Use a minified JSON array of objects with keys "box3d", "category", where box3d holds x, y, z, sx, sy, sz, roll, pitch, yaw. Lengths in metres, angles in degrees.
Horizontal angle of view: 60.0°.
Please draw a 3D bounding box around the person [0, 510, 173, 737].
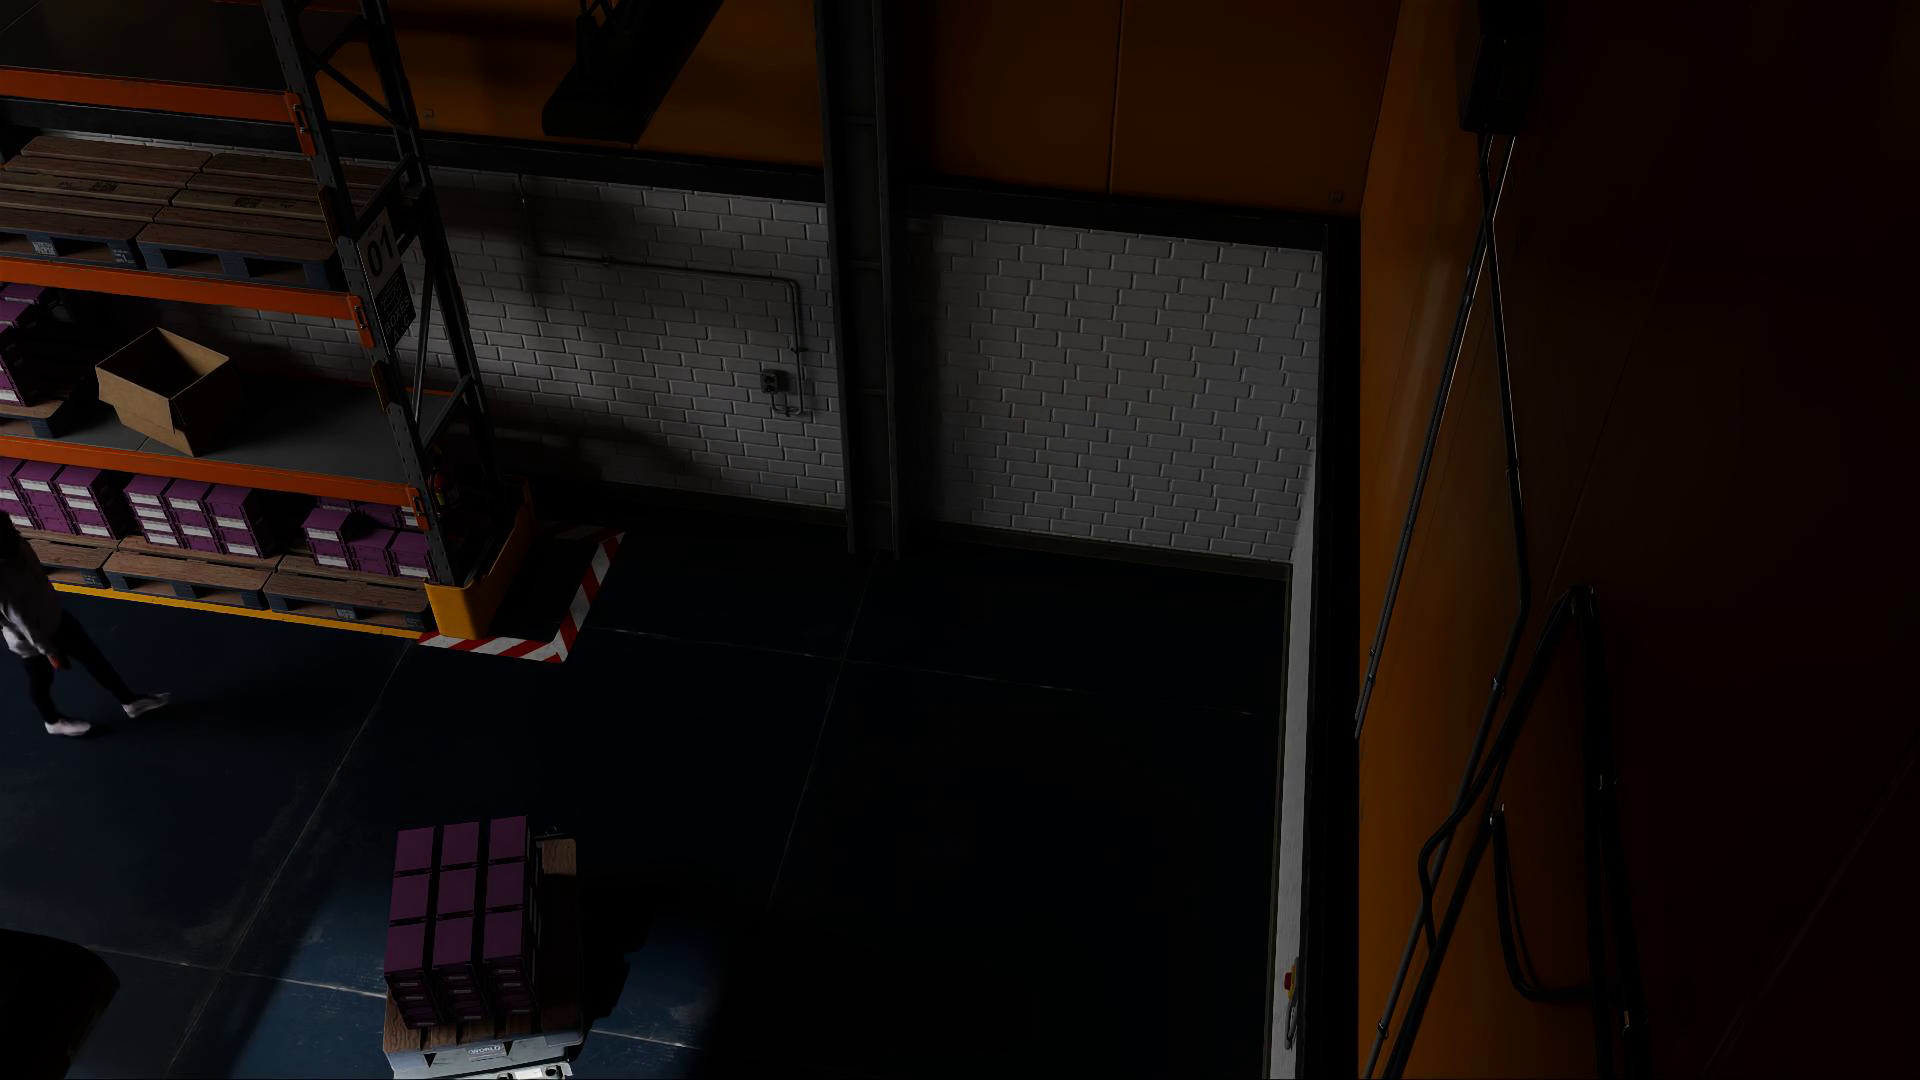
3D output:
[{"box3d":[-5.820,0.567,10.314,1.092,1.894,0.846,-1,44,-1],"category":"person"}]
